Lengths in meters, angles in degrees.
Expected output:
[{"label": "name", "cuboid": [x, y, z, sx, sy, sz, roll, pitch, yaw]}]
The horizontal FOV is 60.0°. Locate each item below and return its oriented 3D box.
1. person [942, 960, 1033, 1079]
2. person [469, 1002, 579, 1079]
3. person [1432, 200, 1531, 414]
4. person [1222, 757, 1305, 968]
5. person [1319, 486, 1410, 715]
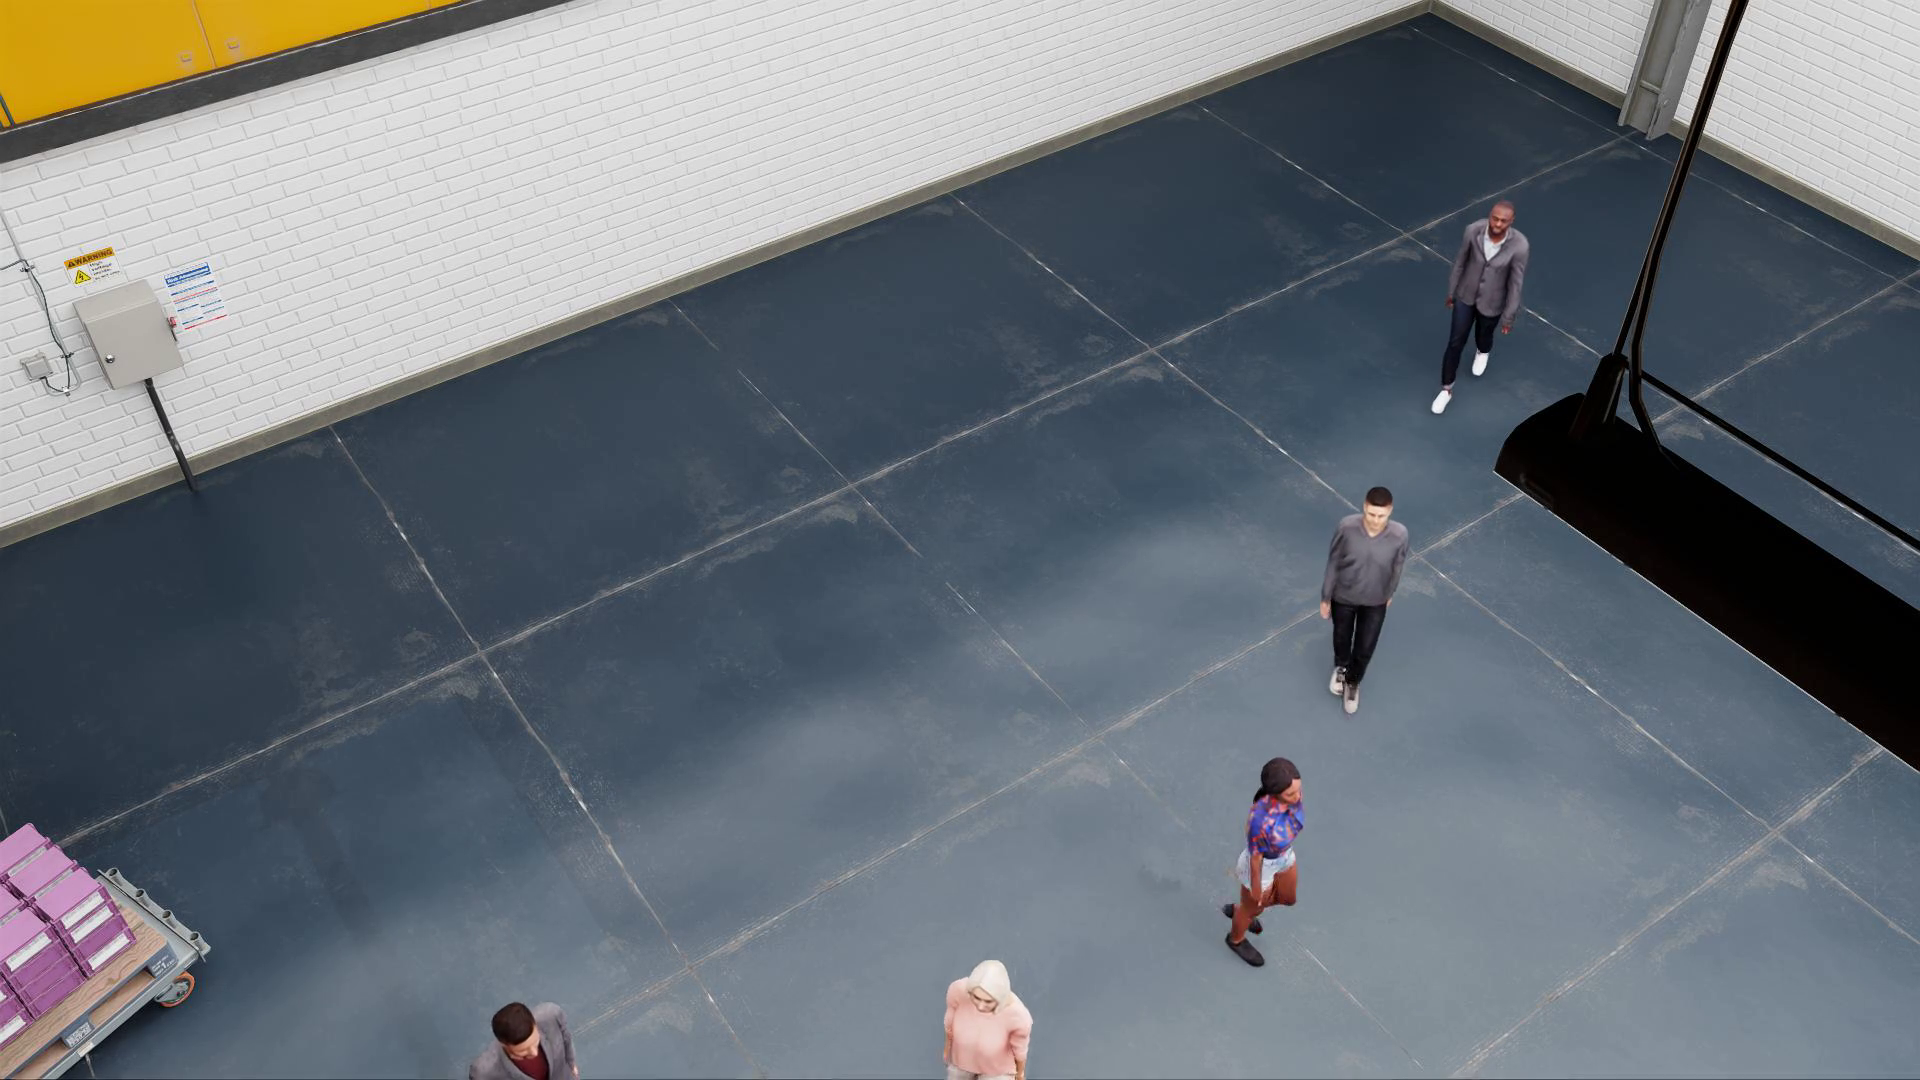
[{"label": "person", "cuboid": [0.157, 2.515, 8.298, 0.825, 1.711, 0.854, 19, 47, 19]}, {"label": "person", "cuboid": [-2.073, 2.672, 8.032, 0.803, 1.849, 0.789, 32, 52, 29]}, {"label": "person", "cuboid": [4.054, -1.888, 12.864, 1.194, 1.787, 1.087, 21, 48, 21]}, {"label": "person", "cuboid": [1.610, 1.722, 9.116, 0.689, 1.729, 0.661, 29, 51, 27]}, {"label": "person", "cuboid": [2.551, 0.290, 10.607, 0.777, 1.747, 0.841, 11, 45, 11]}]
